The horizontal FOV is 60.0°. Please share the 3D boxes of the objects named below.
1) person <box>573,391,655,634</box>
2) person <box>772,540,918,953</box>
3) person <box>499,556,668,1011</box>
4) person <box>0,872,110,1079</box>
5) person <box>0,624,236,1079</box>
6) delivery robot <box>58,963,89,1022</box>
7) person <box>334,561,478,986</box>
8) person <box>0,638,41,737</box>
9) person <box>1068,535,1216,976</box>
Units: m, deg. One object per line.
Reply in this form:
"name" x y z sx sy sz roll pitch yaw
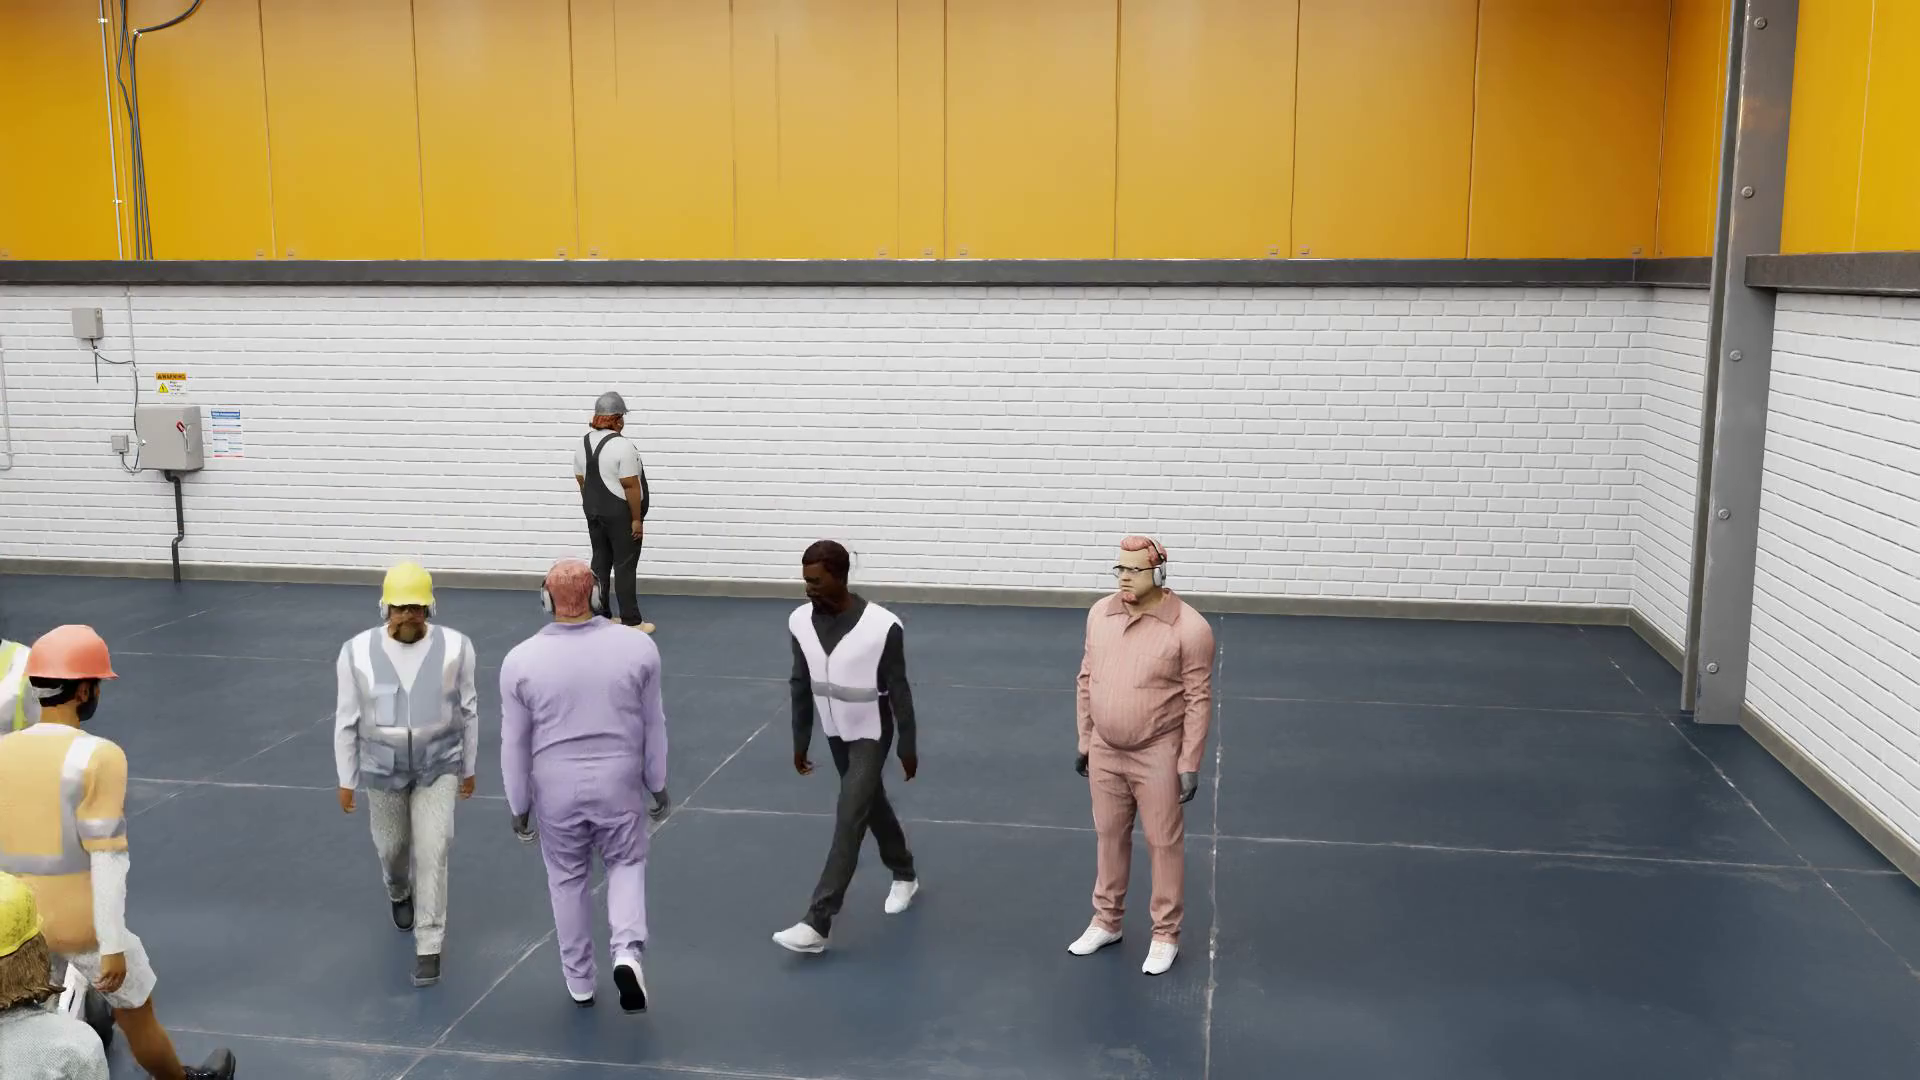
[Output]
"person" -2.855 -0.227 13.897 0.681 2.000 0.538 7 11 36
"person" -0.498 0.897 7.581 0.596 1.847 1.080 7 11 36
"person" -1.510 1.008 6.735 0.670 1.890 0.578 -3 10 -17
"person" -2.089 1.576 3.687 0.484 1.745 0.298 -2 9 -11
"person" -2.883 1.213 5.518 0.561 1.874 1.016 2 9 11
"delivery robot" -3.469 1.718 6.180 0.477 0.478 0.707 -3 10 -21
"person" -2.418 0.961 7.316 0.597 1.801 0.839 -3 10 -17
"person" -3.910 1.051 6.802 0.629 1.798 0.949 1 9 4
"person" 0.763 0.920 7.228 0.637 1.911 0.406 7 11 36
